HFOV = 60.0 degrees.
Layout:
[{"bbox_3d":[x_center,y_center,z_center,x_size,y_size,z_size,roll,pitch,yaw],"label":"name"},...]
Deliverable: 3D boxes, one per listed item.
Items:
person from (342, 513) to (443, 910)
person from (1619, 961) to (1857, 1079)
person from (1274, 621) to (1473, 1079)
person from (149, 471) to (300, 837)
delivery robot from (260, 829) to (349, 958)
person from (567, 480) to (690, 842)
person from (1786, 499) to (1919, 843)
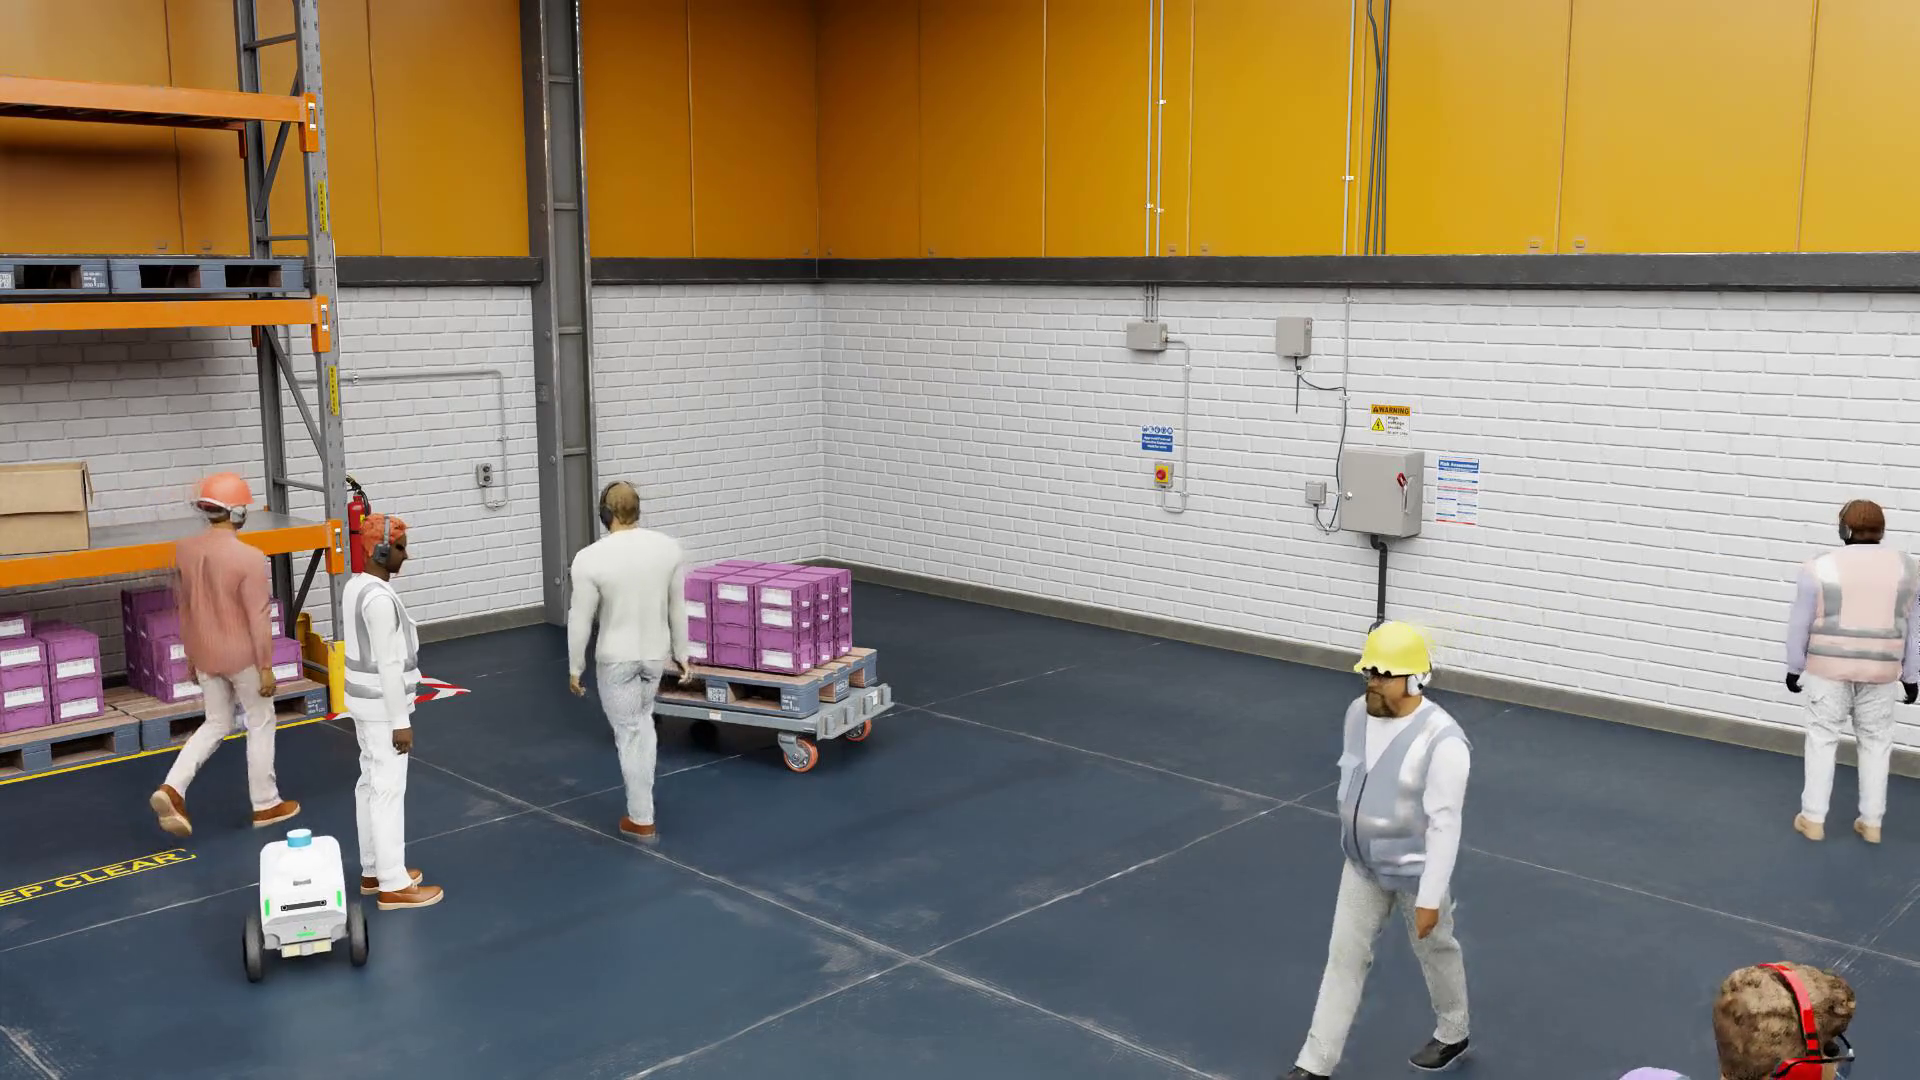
[{"bbox_3d":[-2.740,0.809,7.933,0.354,1.887,0.573,-6,11,-33],"label":"person"},{"bbox_3d":[1.496,1.636,3.077,0.850,1.807,0.589,-2,10,-15],"label":"person"},{"bbox_3d":[1.582,1.168,6.073,0.957,1.778,0.606,-6,11,-31],"label":"person"},{"bbox_3d":[-3.937,0.621,8.839,0.621,1.972,0.770,4,10,22],"label":"person"},{"bbox_3d":[-2.907,1.522,7.350,0.477,0.478,0.707,-4,10,-22],"label":"delivery robot"},{"bbox_3d":[-1.812,0.632,8.924,0.658,1.913,0.696,-8,12,-39],"label":"person"},{"bbox_3d":[4.731,0.700,8.792,0.655,1.831,0.430,2,9,12],"label":"person"}]
